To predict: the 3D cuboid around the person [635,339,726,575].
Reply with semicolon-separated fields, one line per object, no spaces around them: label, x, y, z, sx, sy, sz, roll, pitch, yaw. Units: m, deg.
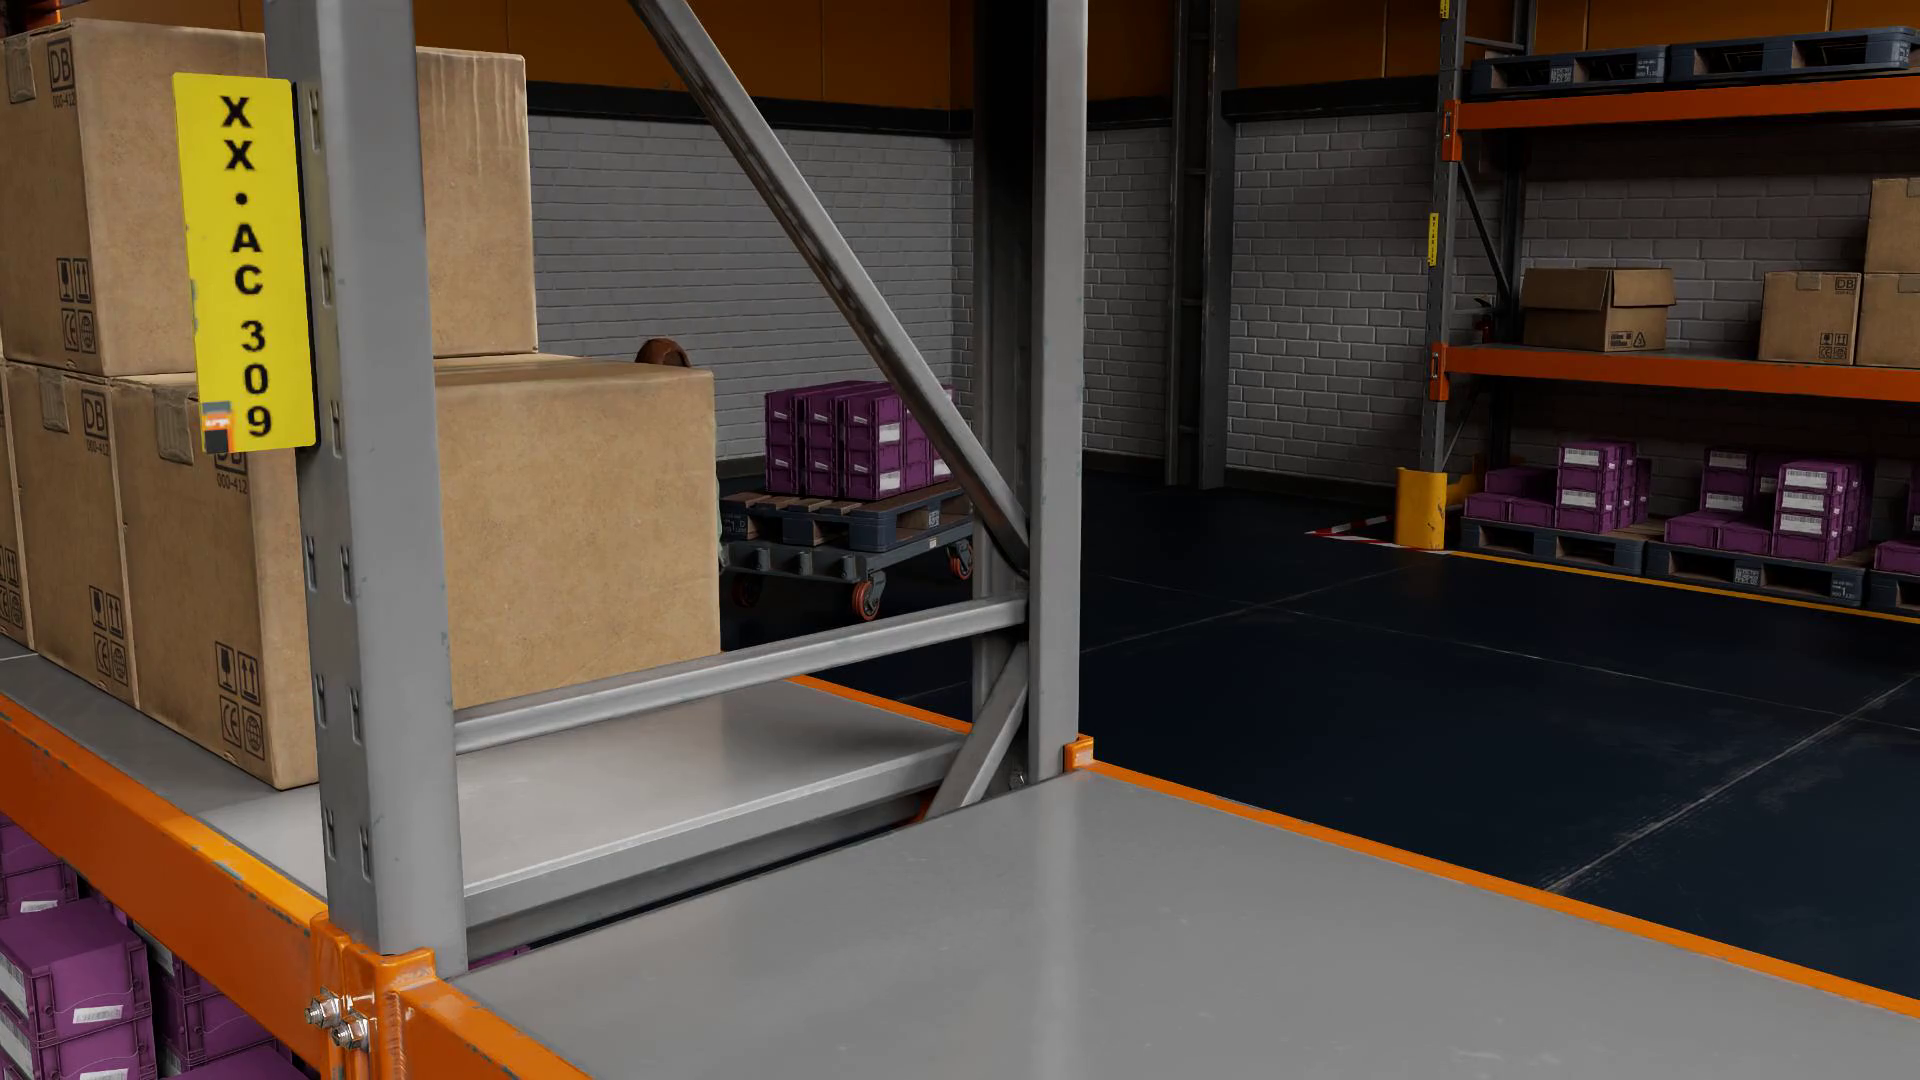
person;-1.142;0.040;6.442;0.502;1.632;0.282;-8;13;-36
